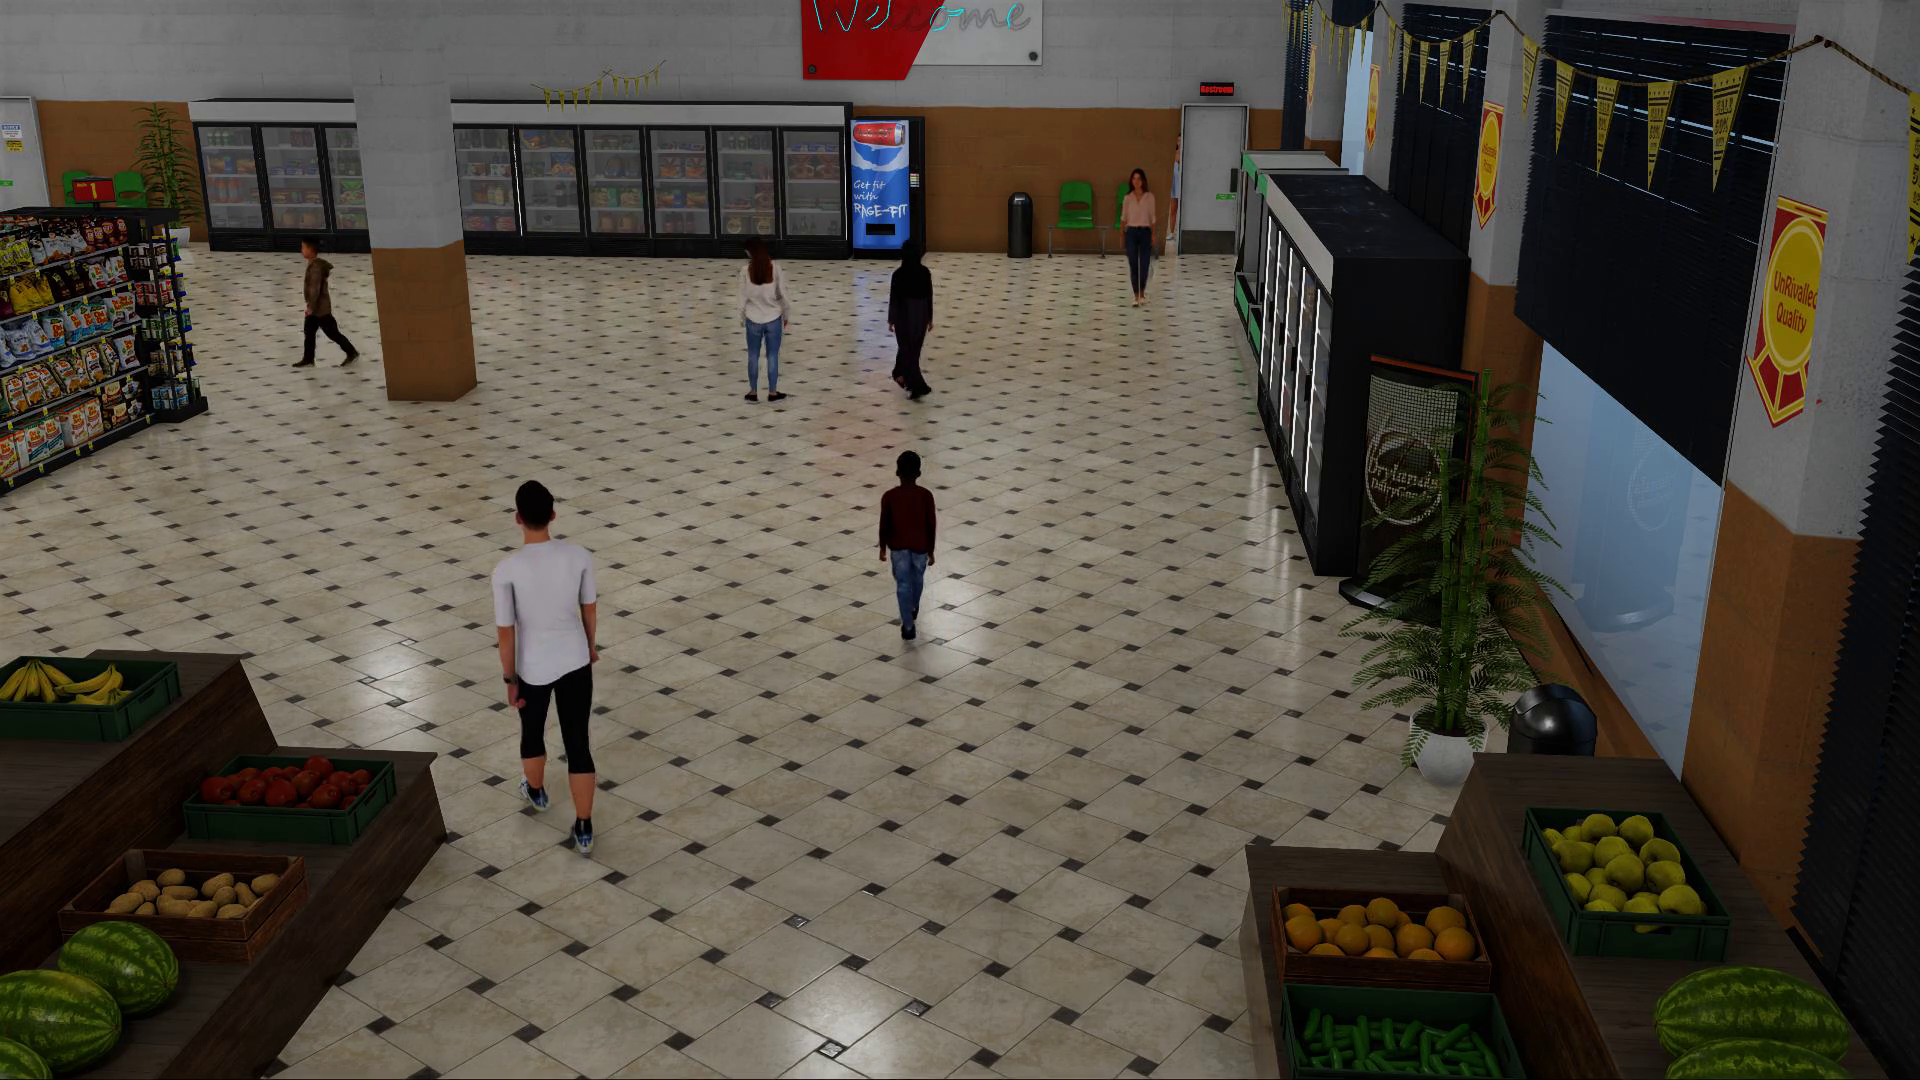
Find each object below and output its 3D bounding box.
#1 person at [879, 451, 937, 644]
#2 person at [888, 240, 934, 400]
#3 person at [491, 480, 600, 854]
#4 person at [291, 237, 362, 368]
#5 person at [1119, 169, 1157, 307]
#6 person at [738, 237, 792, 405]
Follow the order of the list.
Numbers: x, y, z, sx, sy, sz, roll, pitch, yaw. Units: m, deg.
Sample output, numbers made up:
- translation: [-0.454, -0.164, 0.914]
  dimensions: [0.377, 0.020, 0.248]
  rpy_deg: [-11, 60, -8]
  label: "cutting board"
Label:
- translation: [-0.323, 0.066, 10.677]
  dimensions: [0.669, 1.226, 0.924]
  rpy_deg: [-3, 19, -10]
  label: "person"
- translation: [-0.474, -2.228, 16.896]
  dimensions: [1.001, 1.599, 1.198]
  rpy_deg: [-9, 21, -25]
  label: "person"
- translation: [-1.935, 0.647, 8.019]
  dimensions: [1.013, 1.824, 1.165]
  rpy_deg: [-8, 20, -23]
  label: "person"
- translation: [-6.937, -2.577, 18.192]
  dimensions: [0.954, 1.433, 0.969]
  rpy_deg: [-11, 21, -29]
  label: "person"
- translation: [2.338, -3.955, 21.731]
  dimensions: [0.649, 1.783, 0.613]
  rpy_deg: [3, 19, 10]
  label: "person"
- translation: [-1.943, -2.202, 16.689]
  dimensions: [0.704, 1.683, 0.604]
  rpy_deg: [4, 19, 13]
  label: "person"
